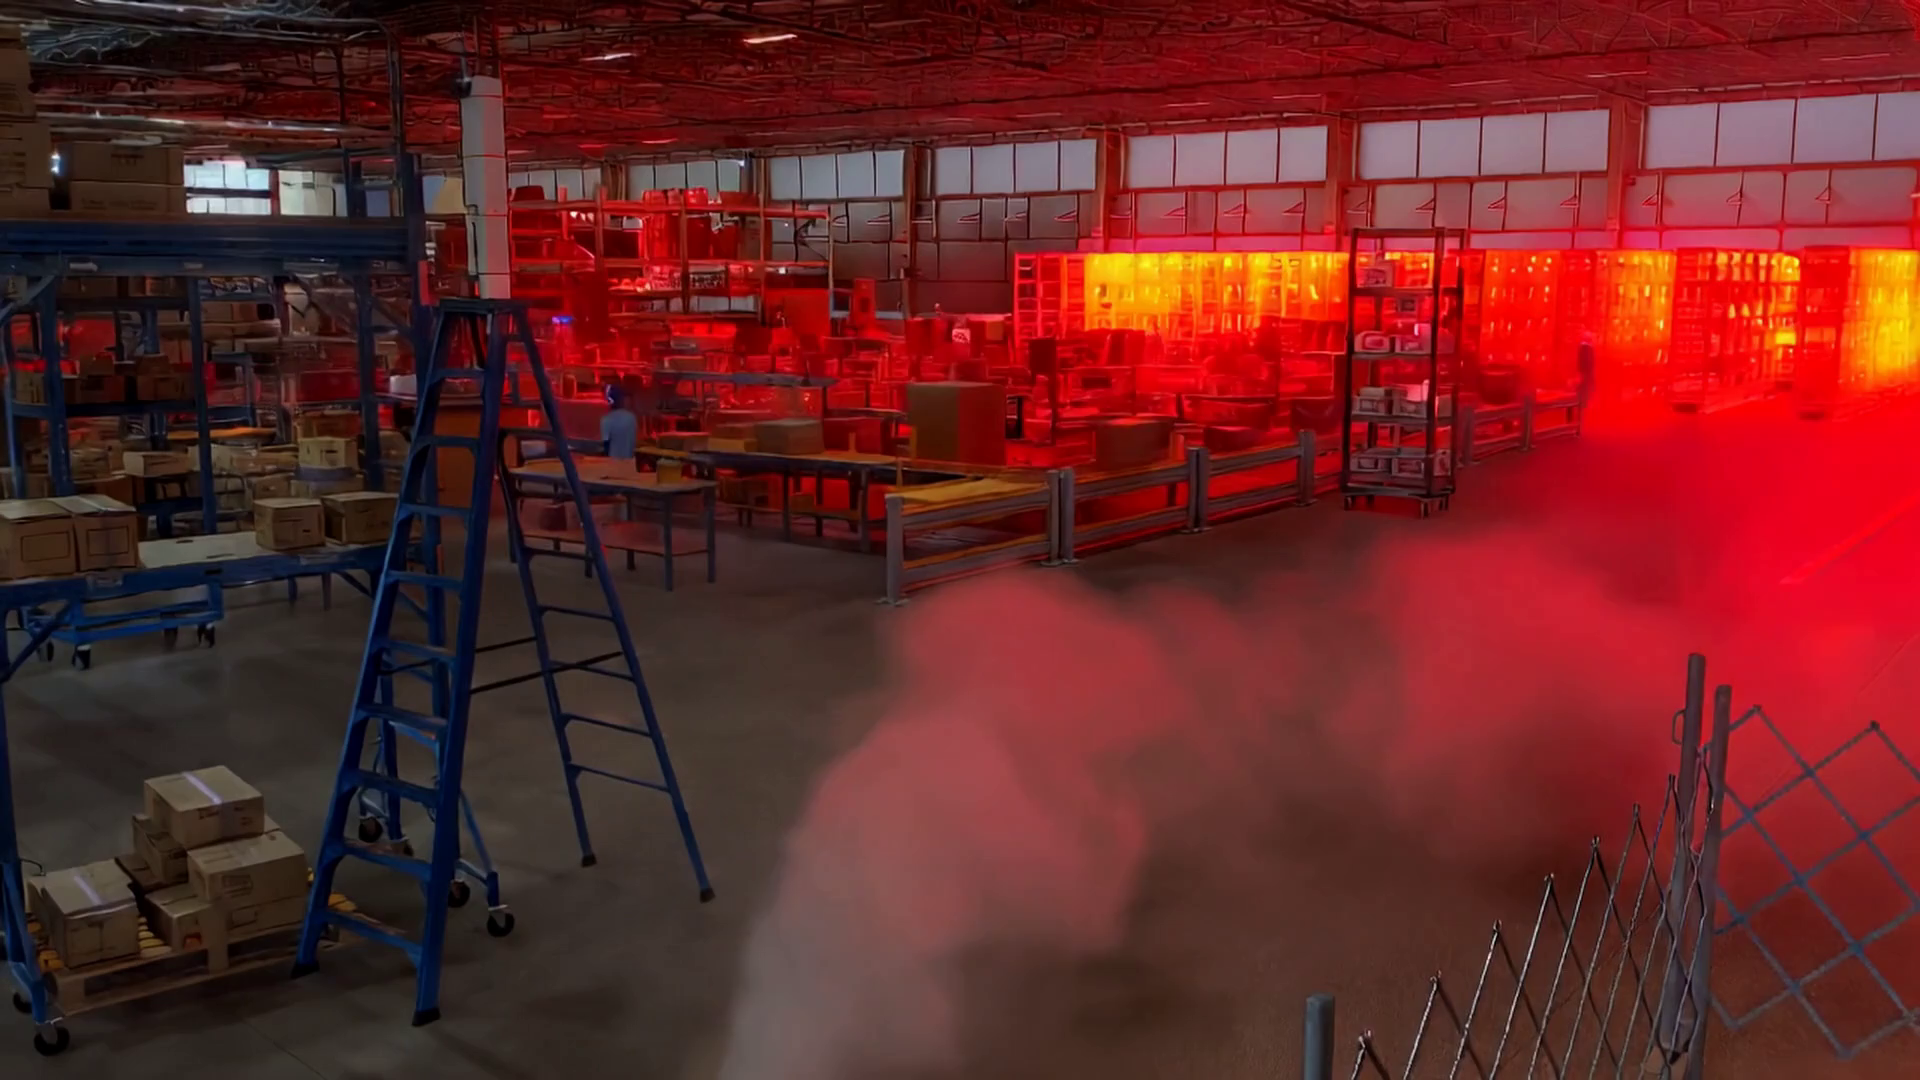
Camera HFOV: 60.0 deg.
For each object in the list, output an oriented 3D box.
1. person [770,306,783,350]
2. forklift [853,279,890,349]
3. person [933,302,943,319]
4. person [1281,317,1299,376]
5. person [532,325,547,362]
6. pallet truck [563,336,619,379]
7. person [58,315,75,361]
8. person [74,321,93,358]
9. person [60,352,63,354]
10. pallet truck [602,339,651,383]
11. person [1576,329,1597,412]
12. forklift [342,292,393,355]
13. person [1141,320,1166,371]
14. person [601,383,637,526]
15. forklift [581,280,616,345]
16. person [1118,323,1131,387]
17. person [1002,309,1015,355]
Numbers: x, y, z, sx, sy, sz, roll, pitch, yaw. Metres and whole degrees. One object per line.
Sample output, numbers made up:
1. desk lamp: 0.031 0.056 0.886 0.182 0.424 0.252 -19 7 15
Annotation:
1. person: -6.170 -6.952 56.322 0.390 1.948 0.605 5 11 31
2. forklift: -3.766 -8.987 66.119 1.129 2.768 1.873 7 11 37
3. person: -0.874 -8.760 67.845 1.042 1.883 0.549 5 10 27
4. person: 8.011 -4.465 40.686 0.648 1.981 0.436 -6 11 -35
5. person: -11.250 -4.887 44.298 0.548 1.668 0.797 -3 10 -20
6. pallet truck: -10.690 -5.294 48.215 1.601 1.201 0.680 -5 10 -26
7. person: -26.652 -5.785 49.532 0.577 1.794 0.896 6 11 35
8. person: -21.466 -4.429 40.843 0.486 1.864 0.715 -3 9 -16
9. person: -32.849 -7.608 61.135 0.908 1.725 0.535 -8 12 -40
10. pallet truck: -8.991 -4.871 45.351 0.653 1.274 1.630 7 11 37
11. person: 13.729 -3.703 36.435 0.418 1.820 0.619 7 11 36
12. forklift: -16.485 -5.622 45.120 1.129 2.768 1.873 7 11 37
13. person: 4.738 -4.449 40.872 0.669 1.889 0.443 -3 10 -17
14. person: -3.651 -0.773 18.081 0.600 1.855 0.518 6 11 34
15. forklift: -11.900 -7.109 54.400 1.129 2.768 1.873 5 10 28
16. person: 4.042 -4.521 41.633 0.592 1.797 0.588 -1 9 -8
17. person: 1.815 -7.737 61.898 0.485 1.735 0.343 -1 9 -7
